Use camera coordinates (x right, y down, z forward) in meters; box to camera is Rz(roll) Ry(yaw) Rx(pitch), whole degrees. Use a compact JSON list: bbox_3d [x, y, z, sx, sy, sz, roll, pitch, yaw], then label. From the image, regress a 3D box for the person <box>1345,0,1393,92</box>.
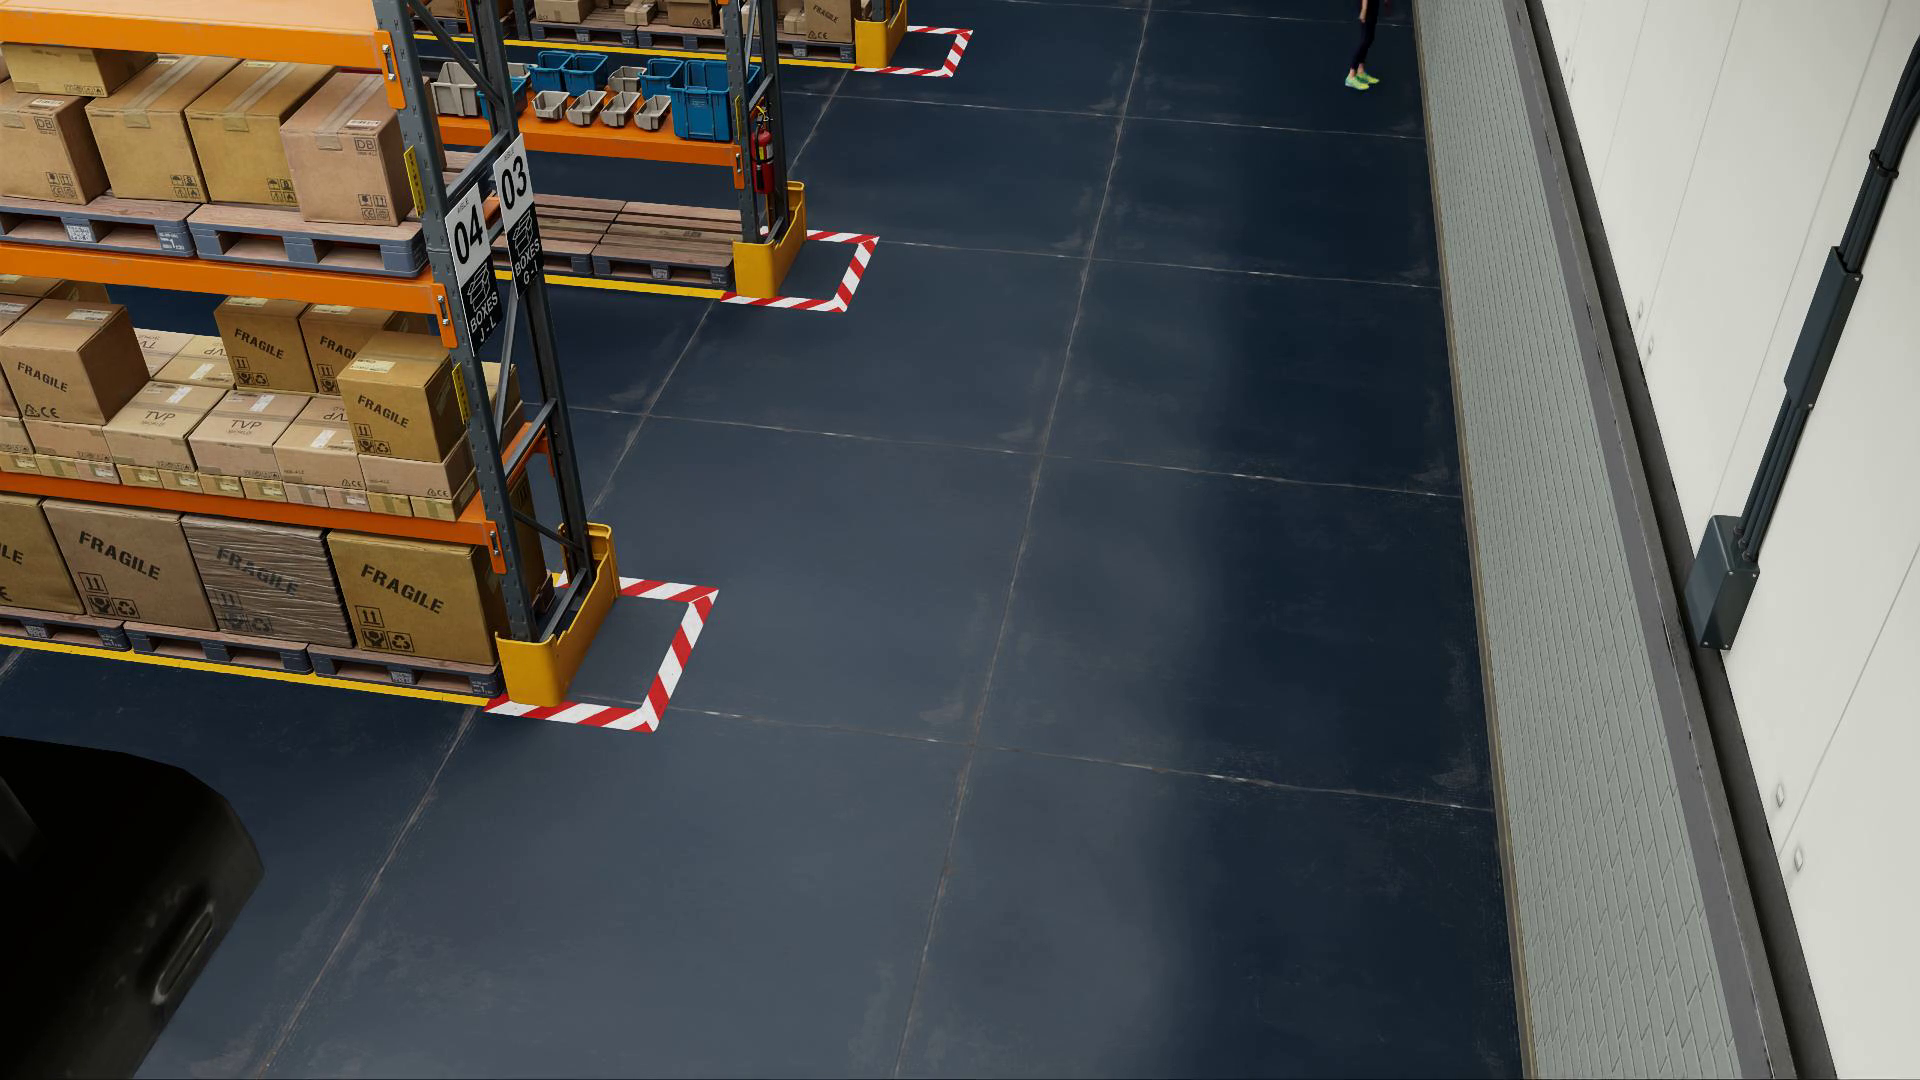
[{"bbox_3d":[4.109,-5.476,16.892,0.672,1.702,0.685,16,41,20],"label":"person"}]
